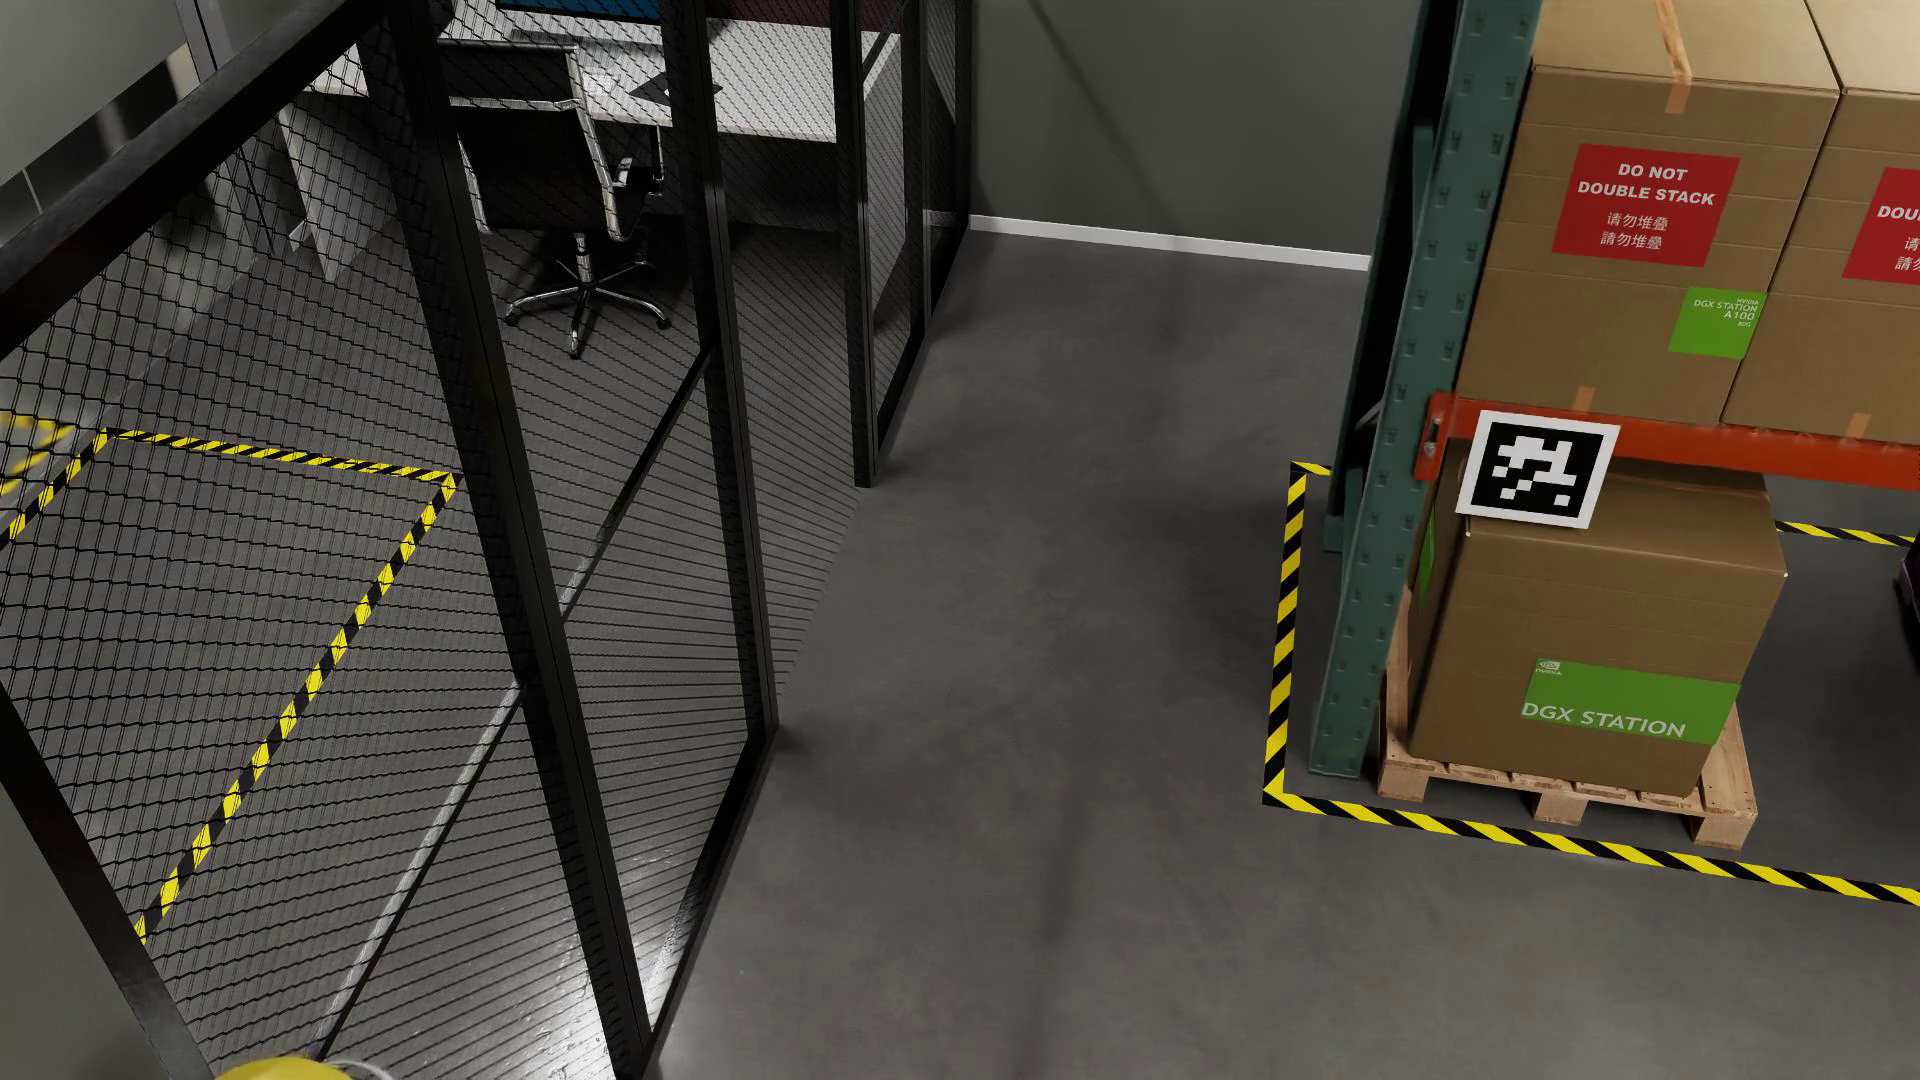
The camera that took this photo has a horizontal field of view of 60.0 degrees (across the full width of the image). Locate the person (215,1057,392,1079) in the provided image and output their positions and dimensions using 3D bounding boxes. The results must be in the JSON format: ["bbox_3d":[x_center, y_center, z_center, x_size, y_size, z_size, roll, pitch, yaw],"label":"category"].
[{"bbox_3d":[-0.679,1.227,2.164,0.602,1.830,0.404,12,42,14],"label":"person"}]
